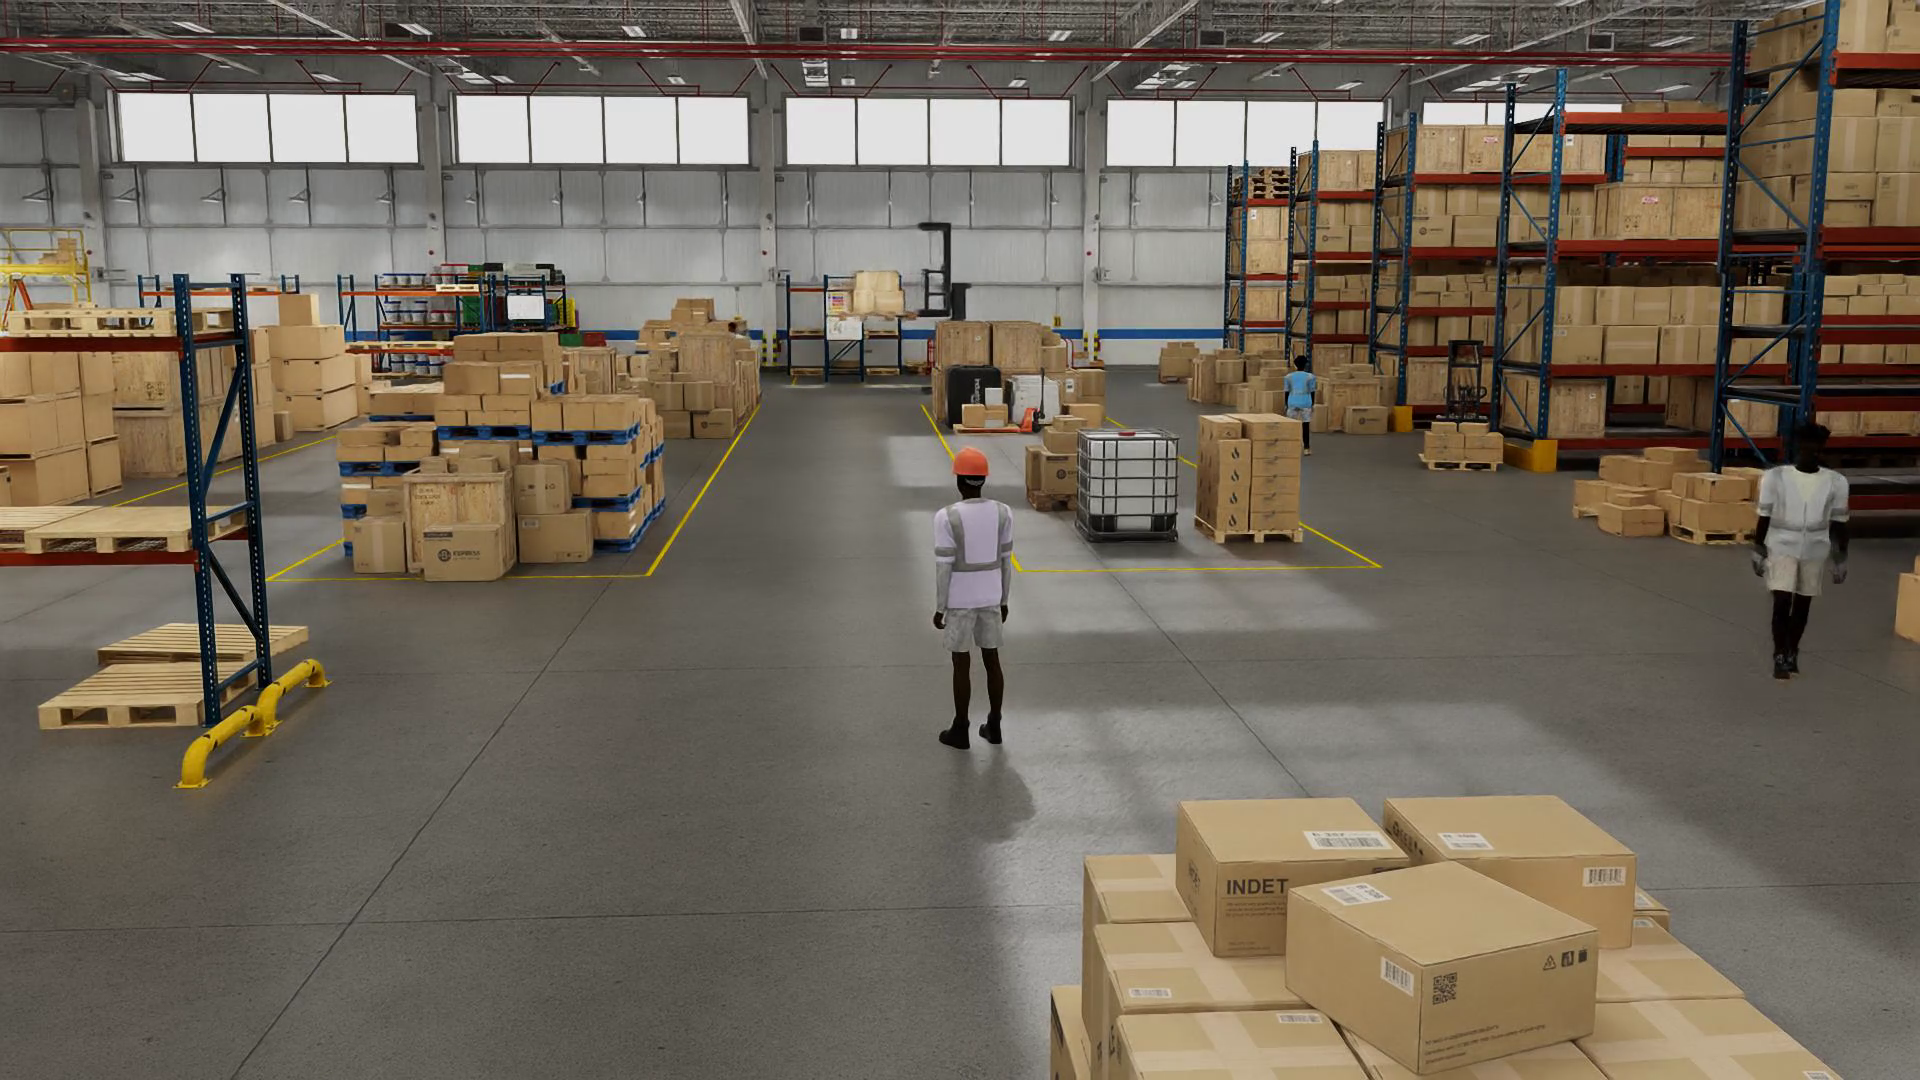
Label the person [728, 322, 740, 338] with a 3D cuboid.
[{"bbox_3d":[-5.514,-4.489,41.377,0.790,1.873,0.622,1,9,4],"label":"person"}]

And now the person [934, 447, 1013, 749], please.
[{"bbox_3d":[0.071,0.371,10.653,0.543,1.938,0.357,-4,10,-26],"label":"person"}]

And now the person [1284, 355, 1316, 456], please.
[{"bbox_3d":[5.688,-2.247,27.842,0.532,1.698,0.319,3,10,19],"label":"person"}]

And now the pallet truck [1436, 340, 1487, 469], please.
[{"bbox_3d":[8.004,-2.170,26.422,0.823,1.965,1.885,2,9,14],"label":"pallet truck"}]

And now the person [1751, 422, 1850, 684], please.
[{"bbox_3d":[6.230,0.106,12.291,0.626,1.935,0.825,2,9,15],"label":"person"}]

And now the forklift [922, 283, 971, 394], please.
[{"bbox_3d":[0.000,-5.112,42.129,1.873,2.768,1.129,-1,9,-4],"label":"forklift"}]
